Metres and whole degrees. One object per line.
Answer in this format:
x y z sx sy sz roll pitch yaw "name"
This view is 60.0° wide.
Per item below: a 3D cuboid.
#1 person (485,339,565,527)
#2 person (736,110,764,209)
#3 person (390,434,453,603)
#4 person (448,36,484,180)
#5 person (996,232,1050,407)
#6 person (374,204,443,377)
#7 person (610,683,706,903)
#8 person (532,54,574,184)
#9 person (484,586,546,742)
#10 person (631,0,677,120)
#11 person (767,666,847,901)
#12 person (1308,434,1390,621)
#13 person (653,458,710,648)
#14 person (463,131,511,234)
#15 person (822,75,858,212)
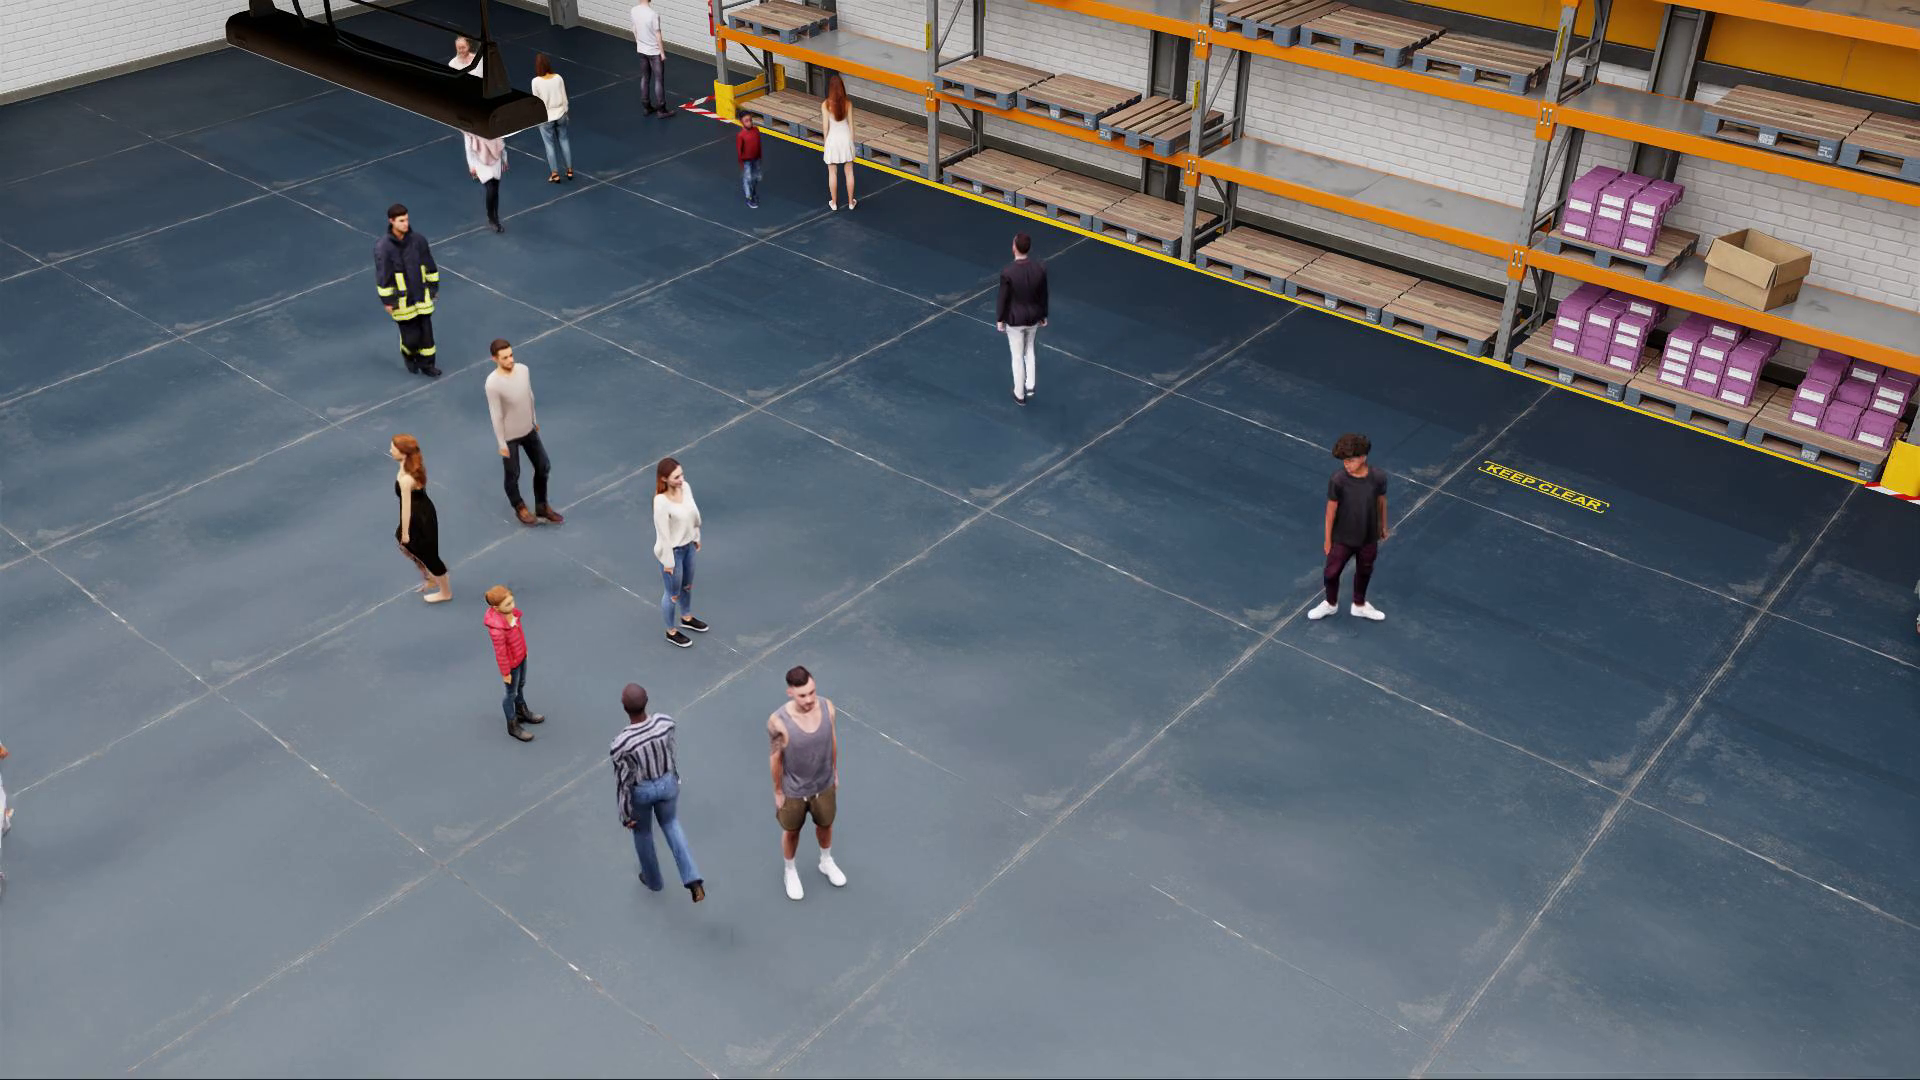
-3.970 -0.965 14.665 0.721 1.851 0.687 22 40 30 "person"
-2.698 -4.852 21.057 0.559 1.249 0.606 -26 42 -33 "person"
-4.356 -0.168 13.679 0.794 1.616 0.730 -5 34 -7 "person"
-6.372 -5.780 21.943 1.150 1.813 1.255 -5 34 -7 "person"
0.647 -2.139 16.443 0.795 1.838 0.818 -9 35 -14 "person"
-5.677 -2.553 17.000 0.737 1.911 0.814 29 43 36 "person"
-1.928 1.699 10.728 0.738 1.771 0.947 -24 41 -32 "person"
-5.301 -5.480 21.612 0.683 1.680 0.648 -19 38 -26 "person"
-3.338 0.887 12.360 0.621 1.317 0.595 6 34 9 "person"
-4.420 -6.952 23.688 0.546 1.832 0.730 21 39 28 "person"
-1.003 1.555 10.895 0.705 1.842 0.700 -15 36 -21 "person"
3.224 -0.094 13.435 0.826 1.761 0.878 -10 35 -15 "person"
-2.257 0.076 13.242 0.642 1.692 0.668 14 36 21 "person"
-5.798 -4.627 20.222 0.674 1.797 0.658 -28 43 -35 "person"
-1.511 -4.975 20.824 0.646 1.711 0.702 -4 34 -6 "person"
